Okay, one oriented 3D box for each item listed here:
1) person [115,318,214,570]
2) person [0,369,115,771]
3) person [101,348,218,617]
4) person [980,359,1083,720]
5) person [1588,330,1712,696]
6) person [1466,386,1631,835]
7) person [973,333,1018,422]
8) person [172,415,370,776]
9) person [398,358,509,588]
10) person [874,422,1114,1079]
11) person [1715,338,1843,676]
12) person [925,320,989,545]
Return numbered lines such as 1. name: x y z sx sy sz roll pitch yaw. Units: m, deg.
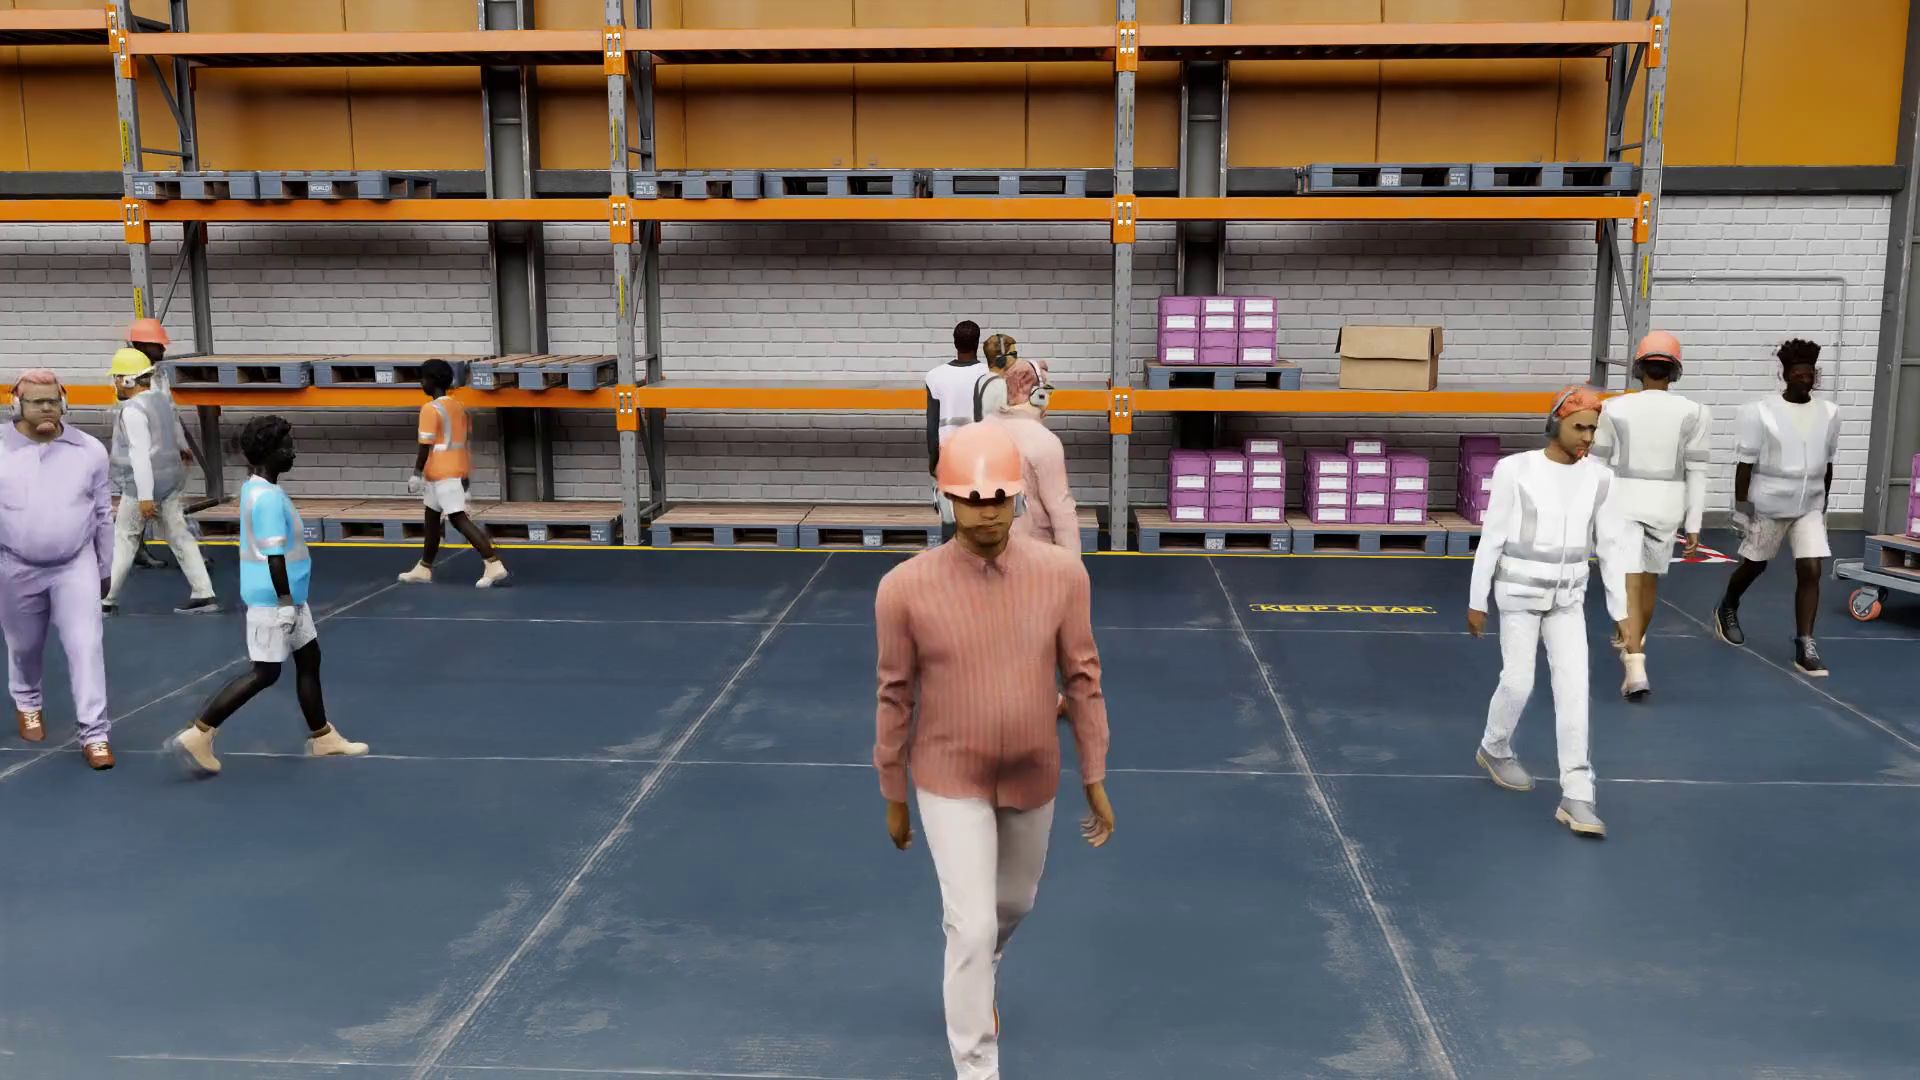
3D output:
1. person: -5.997 -0.710 12.575 0.832 1.905 0.567 0 10 -1
2. person: -4.367 0.112 7.922 0.643 1.863 0.981 -7 12 -35
3. person: -5.406 -0.370 10.963 0.943 1.778 0.619 -1 10 -4
4. person: 0.405 0.057 8.172 0.862 1.873 0.680 -6 11 -32
5. person: 3.770 -0.154 9.165 0.623 1.988 1.094 3 10 15
6. person: 2.513 0.270 7.073 0.656 1.829 0.913 -2 10 -11
7. person: 0.259 -0.515 11.625 0.349 1.847 0.505 -4 10 -22
8. person: -3.210 0.255 7.634 0.798 1.667 0.538 -4 11 -24
9. person: -3.662 -0.478 11.965 0.868 1.656 0.537 0 10 2
10. person: 0.062 0.628 4.636 0.615 1.958 0.982 -3 10 -17
11. person: 4.815 -0.235 9.785 0.600 1.927 0.974 0 10 -1
12. person: 0.047 -0.619 12.019 0.587 1.920 0.392 2 10 11
